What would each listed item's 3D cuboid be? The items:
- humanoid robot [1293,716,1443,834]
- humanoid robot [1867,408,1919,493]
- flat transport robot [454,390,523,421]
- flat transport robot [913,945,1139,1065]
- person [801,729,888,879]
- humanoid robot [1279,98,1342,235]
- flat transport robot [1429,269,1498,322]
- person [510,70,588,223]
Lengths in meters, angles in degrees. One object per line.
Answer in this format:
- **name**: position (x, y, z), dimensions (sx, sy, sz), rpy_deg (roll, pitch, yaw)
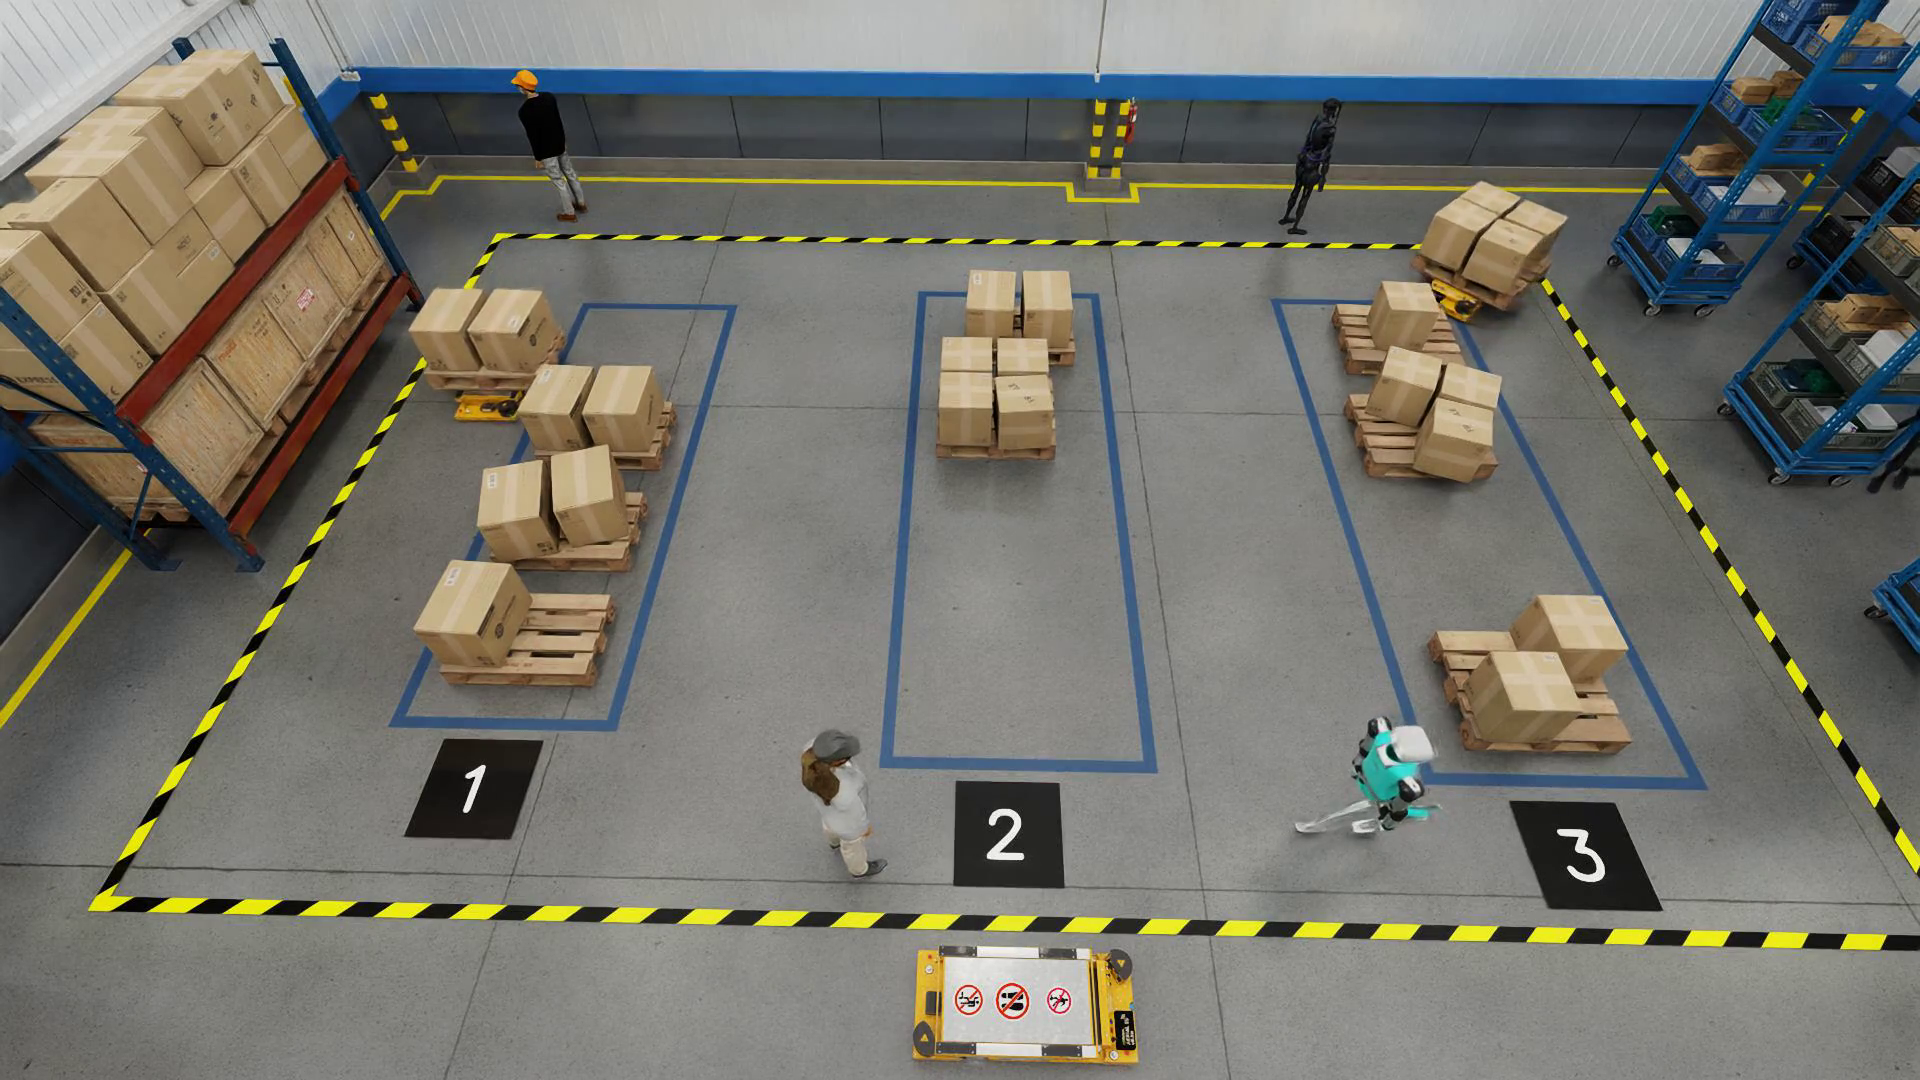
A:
- **humanoid robot**: position (2.927, 1.679, 6.163), dimensions (0.898, 1.753, 0.539), rpy_deg (-9, 51, -7)
- **humanoid robot**: position (9.097, -1.047, 8.430), dimensions (0.590, 1.634, 0.419), rpy_deg (37, 60, 26)
- **flat transport robot**: position (-4.941, -1.854, 9.979), dimensions (0.652, 0.197, 1.431), rpy_deg (1, 51, 1)
- **flat transport robot**: position (0.422, 3.041, 6.007), dimensions (1.431, 0.231, 0.659), rpy_deg (1, 51, 1)
- **person**: position (-0.790, 1.762, 6.084), dimensions (0.402, 1.763, 0.561), rpy_deg (-30, 57, -22)
- **humanoid robot**: position (4.352, -4.633, 11.345), dimensions (0.315, 1.655, 0.599), rpy_deg (-8, 51, -6)
- **flat transport robot**: position (6.165, -3.140, 11.028), dimensions (1.431, 0.197, 0.652), rpy_deg (-35, 59, -25)
- **person**: position (-5.107, -4.886, 11.427), dimensions (0.362, 1.884, 0.585), rpy_deg (17, 53, 13)
